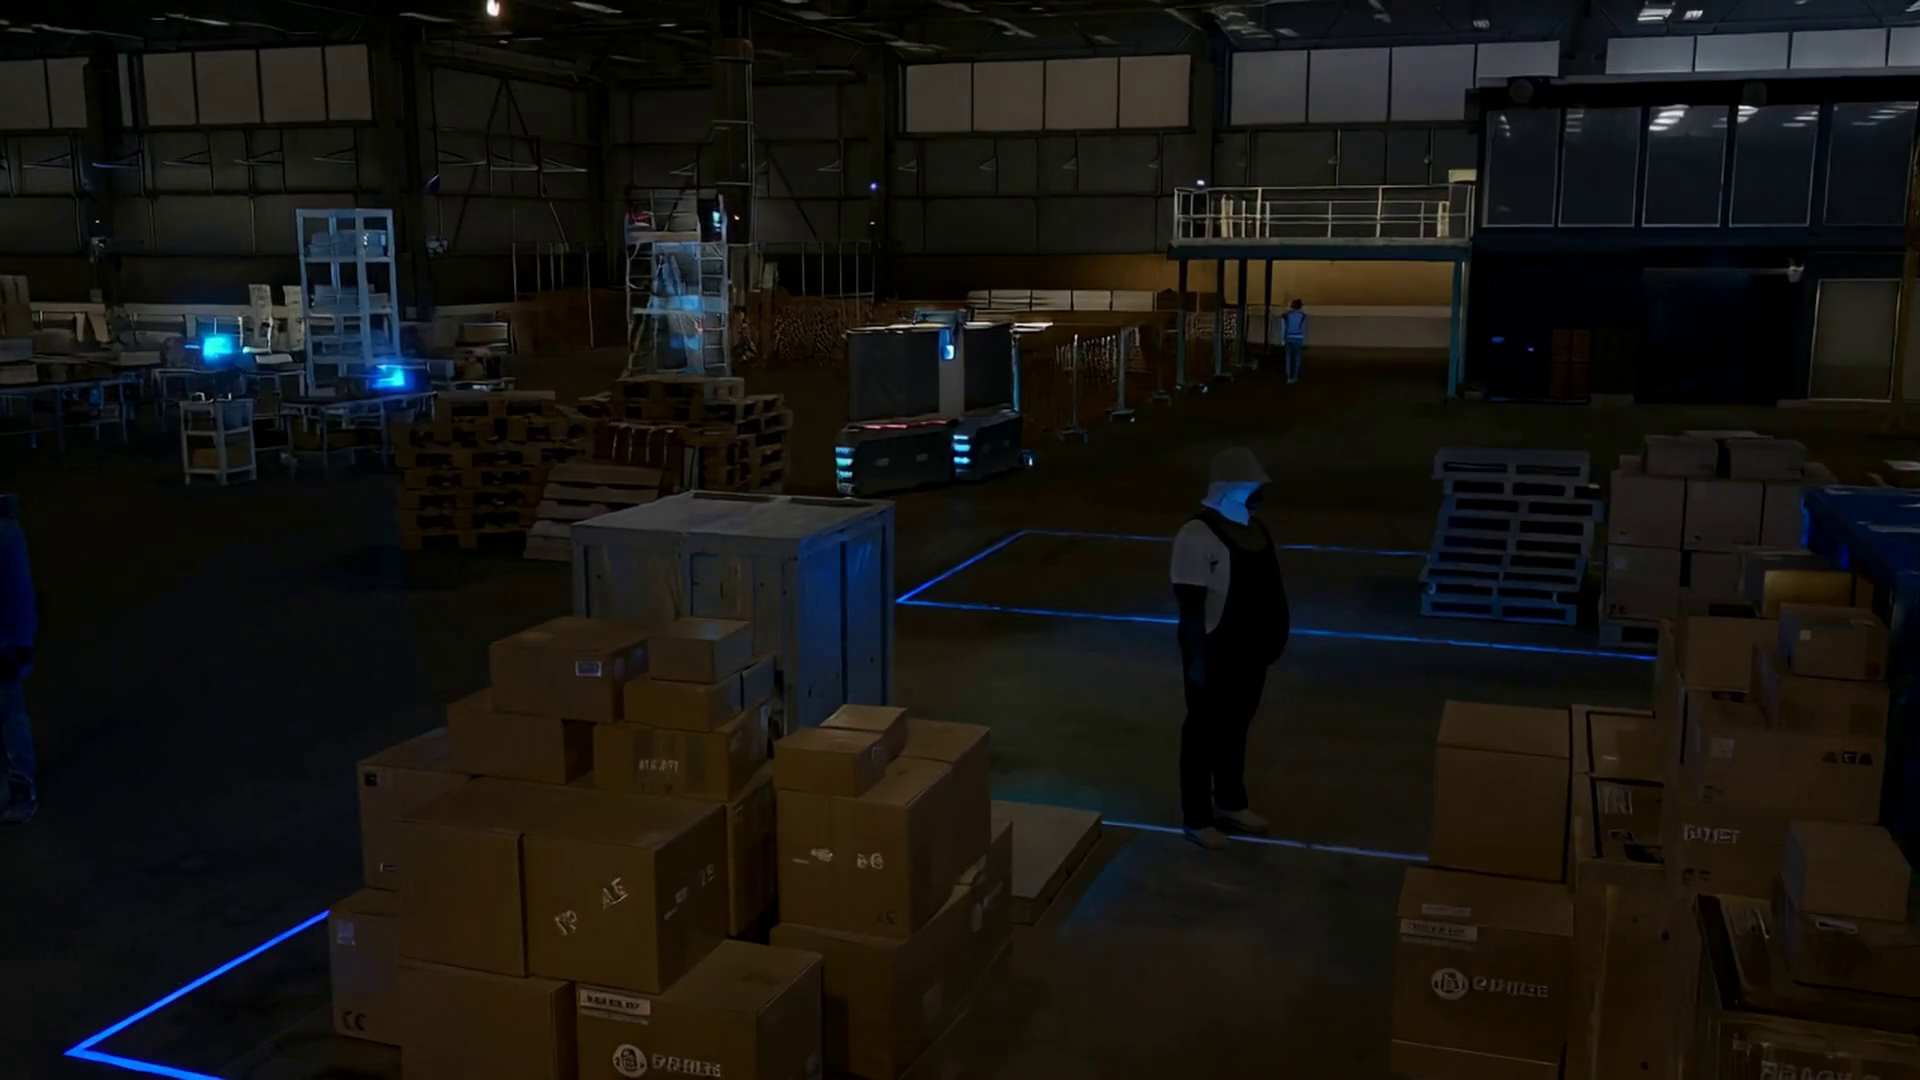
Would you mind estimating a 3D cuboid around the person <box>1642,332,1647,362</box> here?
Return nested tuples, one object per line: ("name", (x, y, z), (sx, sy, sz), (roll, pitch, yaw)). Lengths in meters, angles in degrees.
("person", (15.961, -4.851, 39.360), (0.543, 1.816, 0.970), (-8, 13, -37))

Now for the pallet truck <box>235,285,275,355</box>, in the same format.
("pallet truck", (-18.327, -5.835, 44.421), (0.823, 1.965, 1.885), (4, 11, 23))

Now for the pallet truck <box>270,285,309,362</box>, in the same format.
("pallet truck", (-17.147, -5.700, 43.663), (0.823, 1.965, 1.885), (3, 11, 17))

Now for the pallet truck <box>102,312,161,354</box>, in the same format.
("pallet truck", (-23.057, -5.777, 46.261), (0.680, 1.201, 1.601), (3, 11, 19))

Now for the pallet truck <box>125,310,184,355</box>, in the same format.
("pallet truck", (-22.038, -5.665, 45.457), (0.704, 1.261, 1.522), (3, 11, 17))

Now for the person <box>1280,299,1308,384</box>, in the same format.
("person", (7.313, -4.352, 36.513), (0.580, 1.853, 0.900), (3, 11, 17))

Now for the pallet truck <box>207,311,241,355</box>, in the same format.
("pallet truck", (-19.537, -5.575, 44.913), (0.653, 1.274, 1.630), (3, 11, 19))

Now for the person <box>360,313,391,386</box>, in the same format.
("person", (-11.803, -3.940, 33.609), (0.608, 2.048, 0.364), (-8, 13, -37))

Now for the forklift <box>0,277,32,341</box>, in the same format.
("forklift", (-27.151, -6.329, 46.328), (1.157, 1.987, 2.680), (3, 11, 17))

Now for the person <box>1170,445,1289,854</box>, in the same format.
("person", (1.397, 0.537, 8.416), (0.535, 2.000, 0.673), (9, 13, 40))

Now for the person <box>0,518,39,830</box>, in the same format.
("person", (-5.106, 0.526, 8.607), (0.621, 1.992, 0.397), (1, 10, 5))
